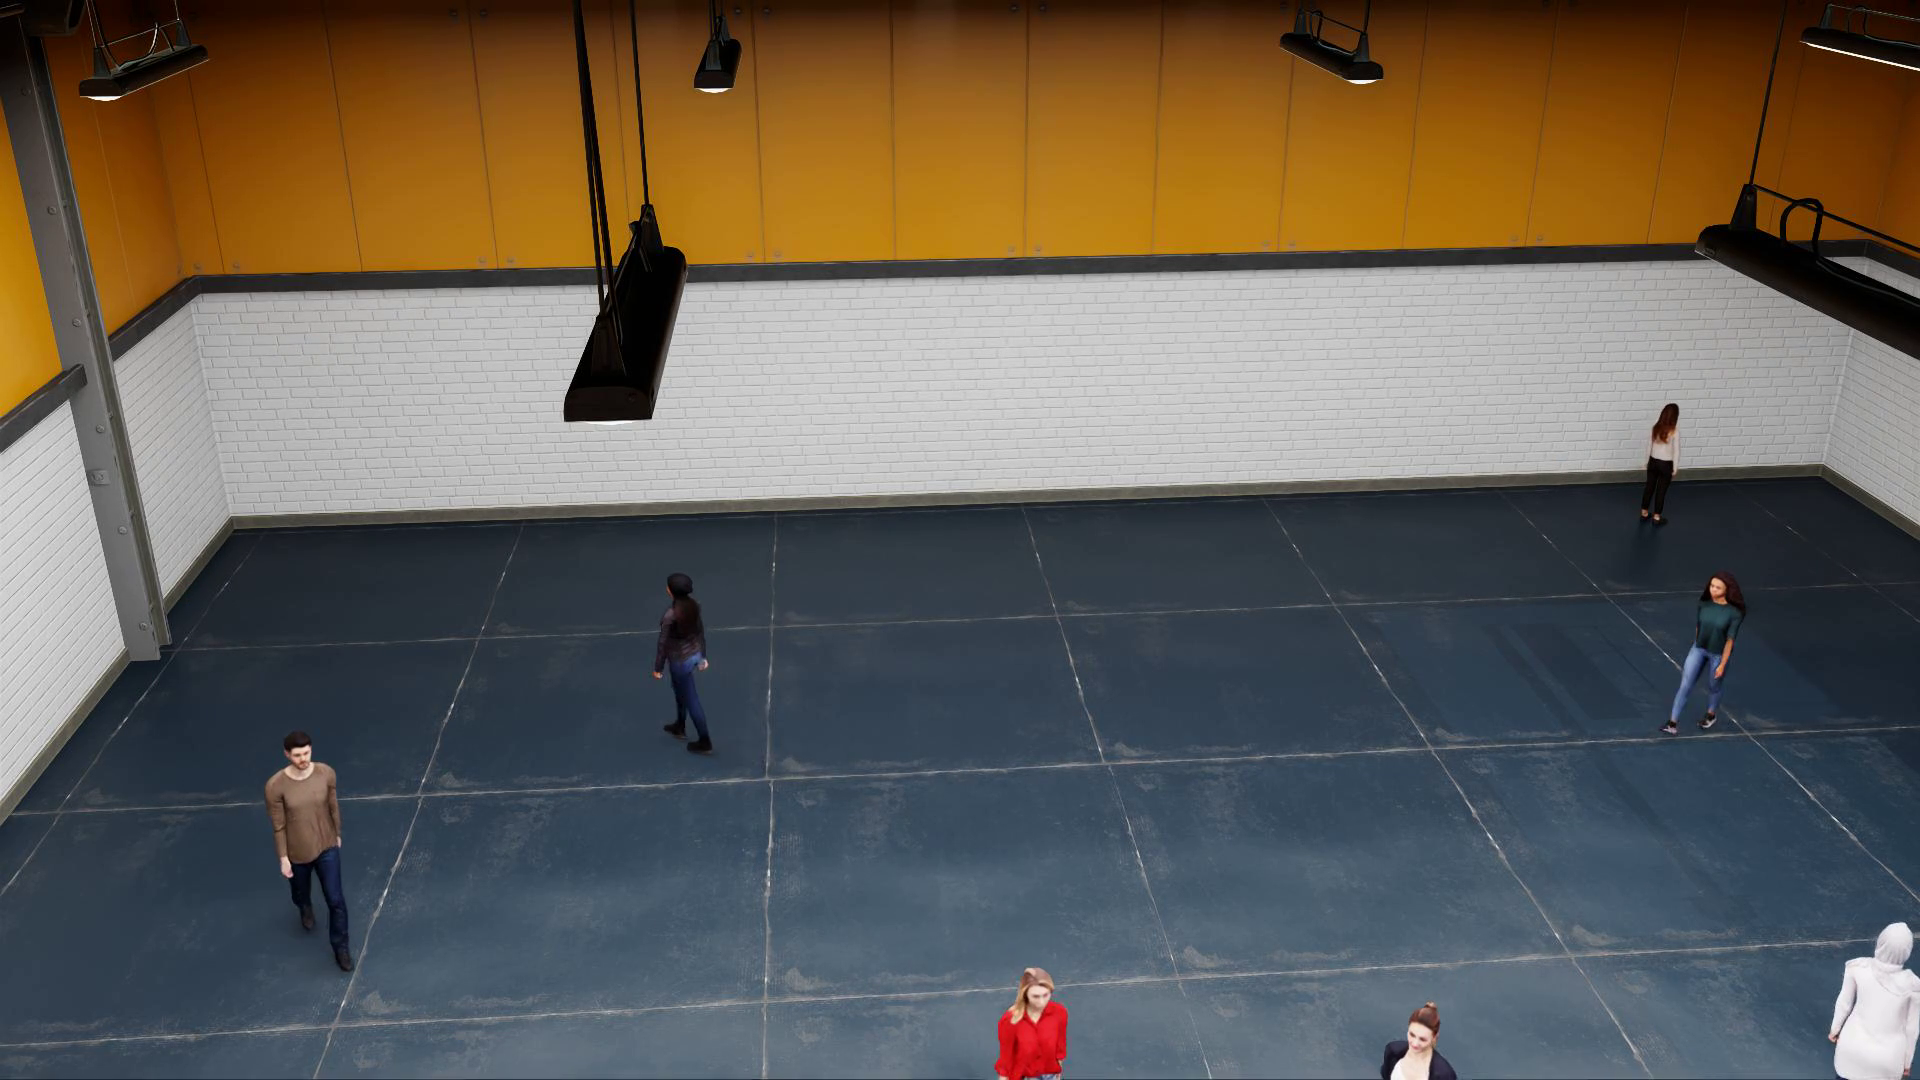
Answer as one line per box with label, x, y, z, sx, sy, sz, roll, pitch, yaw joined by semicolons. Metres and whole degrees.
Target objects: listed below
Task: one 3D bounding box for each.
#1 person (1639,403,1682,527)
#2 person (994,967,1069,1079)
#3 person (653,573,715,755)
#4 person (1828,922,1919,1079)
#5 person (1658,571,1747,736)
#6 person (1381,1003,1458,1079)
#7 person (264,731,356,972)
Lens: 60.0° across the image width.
person;8.262;-0.898;19.613;0.677;1.484;0.580;-18;30;-36
person;0.385;3.220;9.957;0.741;1.673;1.162;-6;24;-13
person;-2.360;1.122;14.690;0.924;1.726;0.918;11;26;23
person;5.524;3.100;10.102;0.687;1.776;0.756;20;31;38
person;6.870;1.026;15.091;1.018;1.580;1.045;-19;30;-37
person;2.674;3.363;9.661;1.009;1.648;1.058;20;30;37
person;-4.743;2.196;12.065;0.975;1.860;1.217;-14;27;-29
